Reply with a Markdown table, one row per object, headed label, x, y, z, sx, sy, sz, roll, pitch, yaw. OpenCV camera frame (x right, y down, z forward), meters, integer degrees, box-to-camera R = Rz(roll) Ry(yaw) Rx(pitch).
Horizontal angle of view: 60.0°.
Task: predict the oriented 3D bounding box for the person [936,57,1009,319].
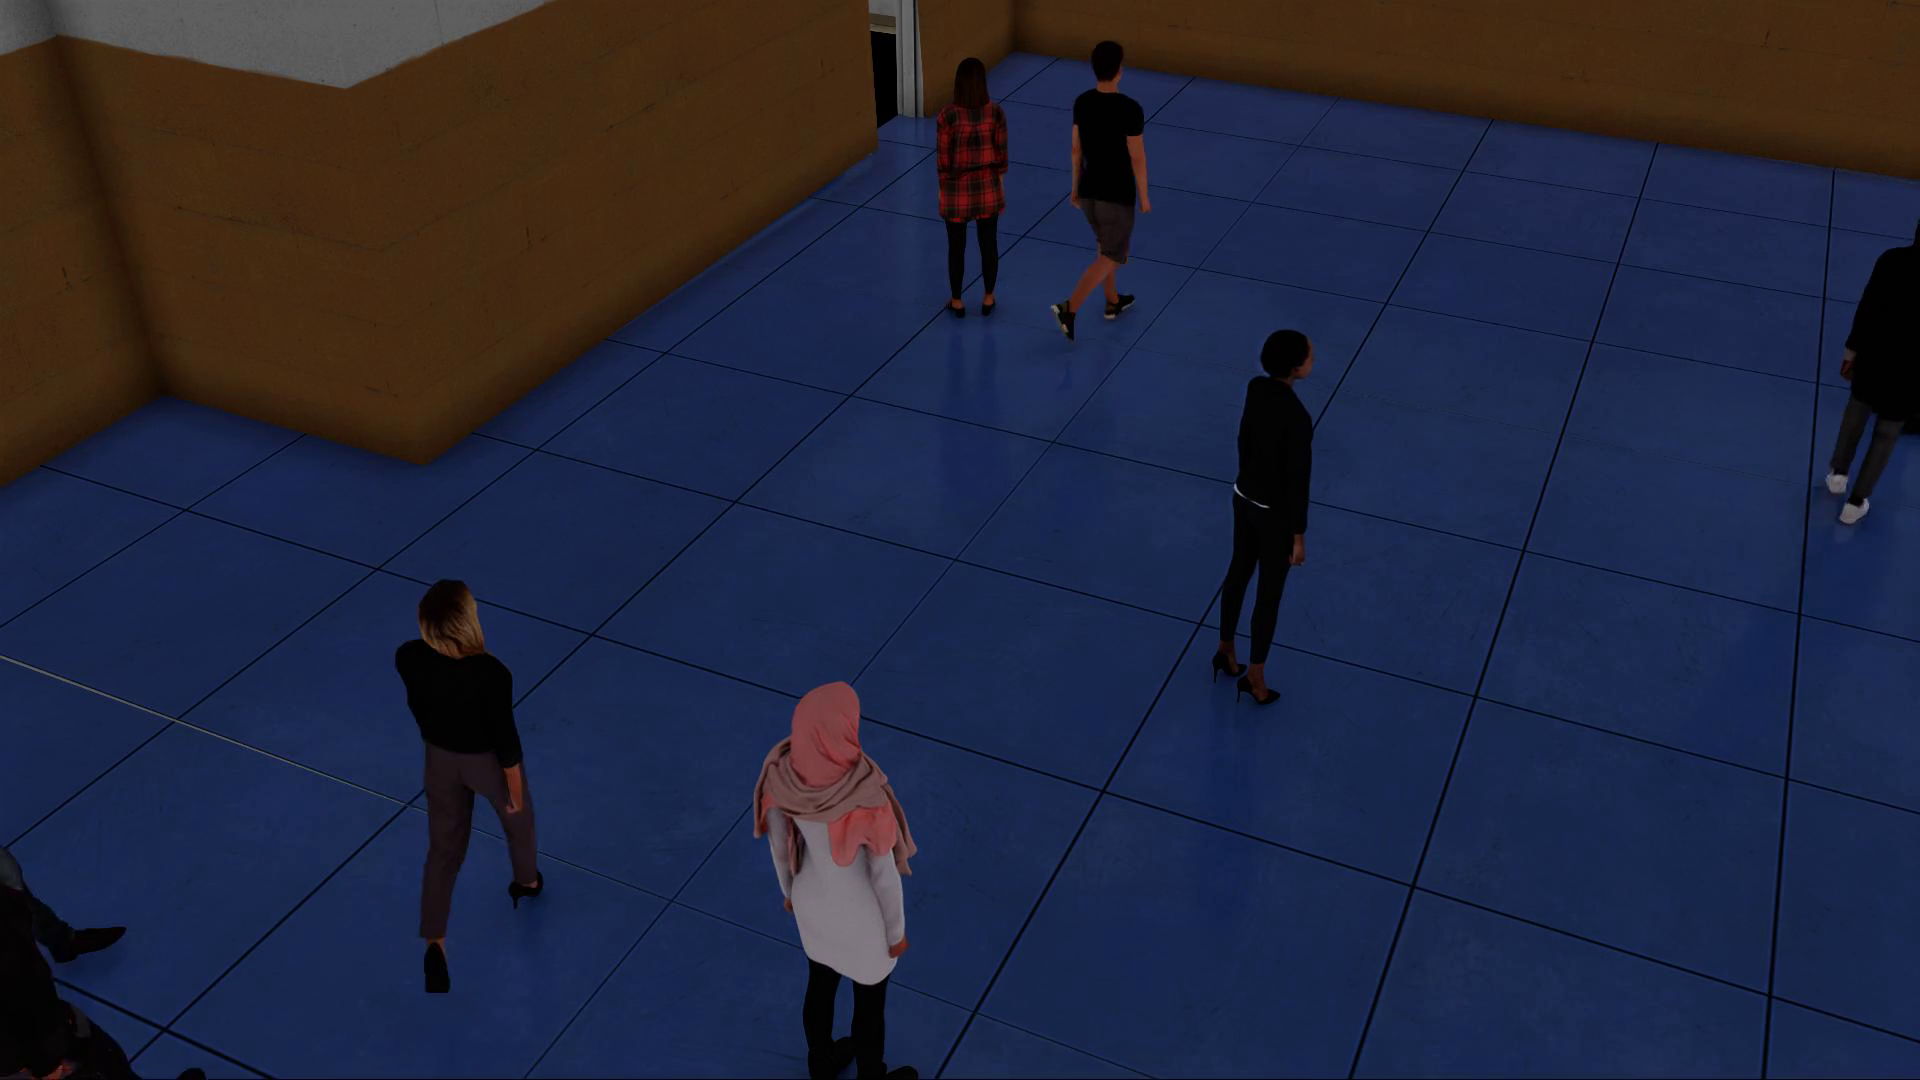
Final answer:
| label | x | y | z | sx | sy | sz | roll | pitch | yaw |
| --- | --- | --- | --- | --- | --- | --- | --- | --- | --- |
| person | 0.071 | -2.239 | 10.622 | 0.668 | 1.703 | 0.766 | -5 | 34 | -7 |

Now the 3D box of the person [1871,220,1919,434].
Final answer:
| label | x | y | z | sx | sy | sz | roll | pitch | yaw |
| --- | --- | --- | --- | --- | --- | --- | --- | --- | --- |
| person | 5.546 | -1.504 | 9.352 | 0.863 | 1.862 | 0.832 | -8 | 35 | -12 |

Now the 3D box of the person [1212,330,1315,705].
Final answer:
| label | x | y | z | sx | sy | sz | roll | pitch | yaw |
| --- | --- | --- | --- | --- | --- | --- | --- | --- | --- |
| person | 1.337 | -0.091 | 7.274 | 0.744 | 1.834 | 0.670 | -14 | 36 | -20 |

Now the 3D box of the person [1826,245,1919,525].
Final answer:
| label | x | y | z | sx | sy | sz | roll | pitch | yaw |
| --- | --- | --- | --- | --- | --- | --- | --- | --- | --- |
| person | 4.776 | -0.867 | 8.523 | 0.713 | 1.744 | 0.799 | 25 | 41 | 32 |

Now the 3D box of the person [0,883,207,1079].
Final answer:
| label | x | y | z | sx | sy | sz | roll | pitch | yaw |
| --- | --- | --- | --- | --- | --- | --- | --- | --- | --- |
| person | -2.880 | 1.494 | 4.837 | 1.232 | 1.896 | 0.974 | 7 | 34 | 11 |

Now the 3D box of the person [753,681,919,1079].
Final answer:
| label | x | y | z | sx | sy | sz | roll | pitch | yaw |
| --- | --- | --- | --- | --- | --- | --- | --- | --- | --- |
| person | -0.381 | 1.186 | 5.383 | 0.563 | 1.804 | 0.717 | 19 | 38 | 26 |

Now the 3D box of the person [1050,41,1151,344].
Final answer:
| label | x | y | z | sx | sy | sz | roll | pitch | yaw |
| --- | --- | --- | --- | --- | --- | --- | --- | --- | --- |
| person | 0.860 | -2.124 | 10.330 | 1.163 | 1.834 | 0.987 | 28 | 43 | 35 |

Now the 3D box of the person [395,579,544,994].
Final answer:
| label | x | y | z | sx | sy | sz | roll | pitch | yaw |
| --- | --- | --- | --- | --- | --- | --- | --- | --- | --- |
| person | -1.791 | 0.901 | 5.955 | 1.024 | 1.644 | 0.837 | 6 | 34 | 8 |
